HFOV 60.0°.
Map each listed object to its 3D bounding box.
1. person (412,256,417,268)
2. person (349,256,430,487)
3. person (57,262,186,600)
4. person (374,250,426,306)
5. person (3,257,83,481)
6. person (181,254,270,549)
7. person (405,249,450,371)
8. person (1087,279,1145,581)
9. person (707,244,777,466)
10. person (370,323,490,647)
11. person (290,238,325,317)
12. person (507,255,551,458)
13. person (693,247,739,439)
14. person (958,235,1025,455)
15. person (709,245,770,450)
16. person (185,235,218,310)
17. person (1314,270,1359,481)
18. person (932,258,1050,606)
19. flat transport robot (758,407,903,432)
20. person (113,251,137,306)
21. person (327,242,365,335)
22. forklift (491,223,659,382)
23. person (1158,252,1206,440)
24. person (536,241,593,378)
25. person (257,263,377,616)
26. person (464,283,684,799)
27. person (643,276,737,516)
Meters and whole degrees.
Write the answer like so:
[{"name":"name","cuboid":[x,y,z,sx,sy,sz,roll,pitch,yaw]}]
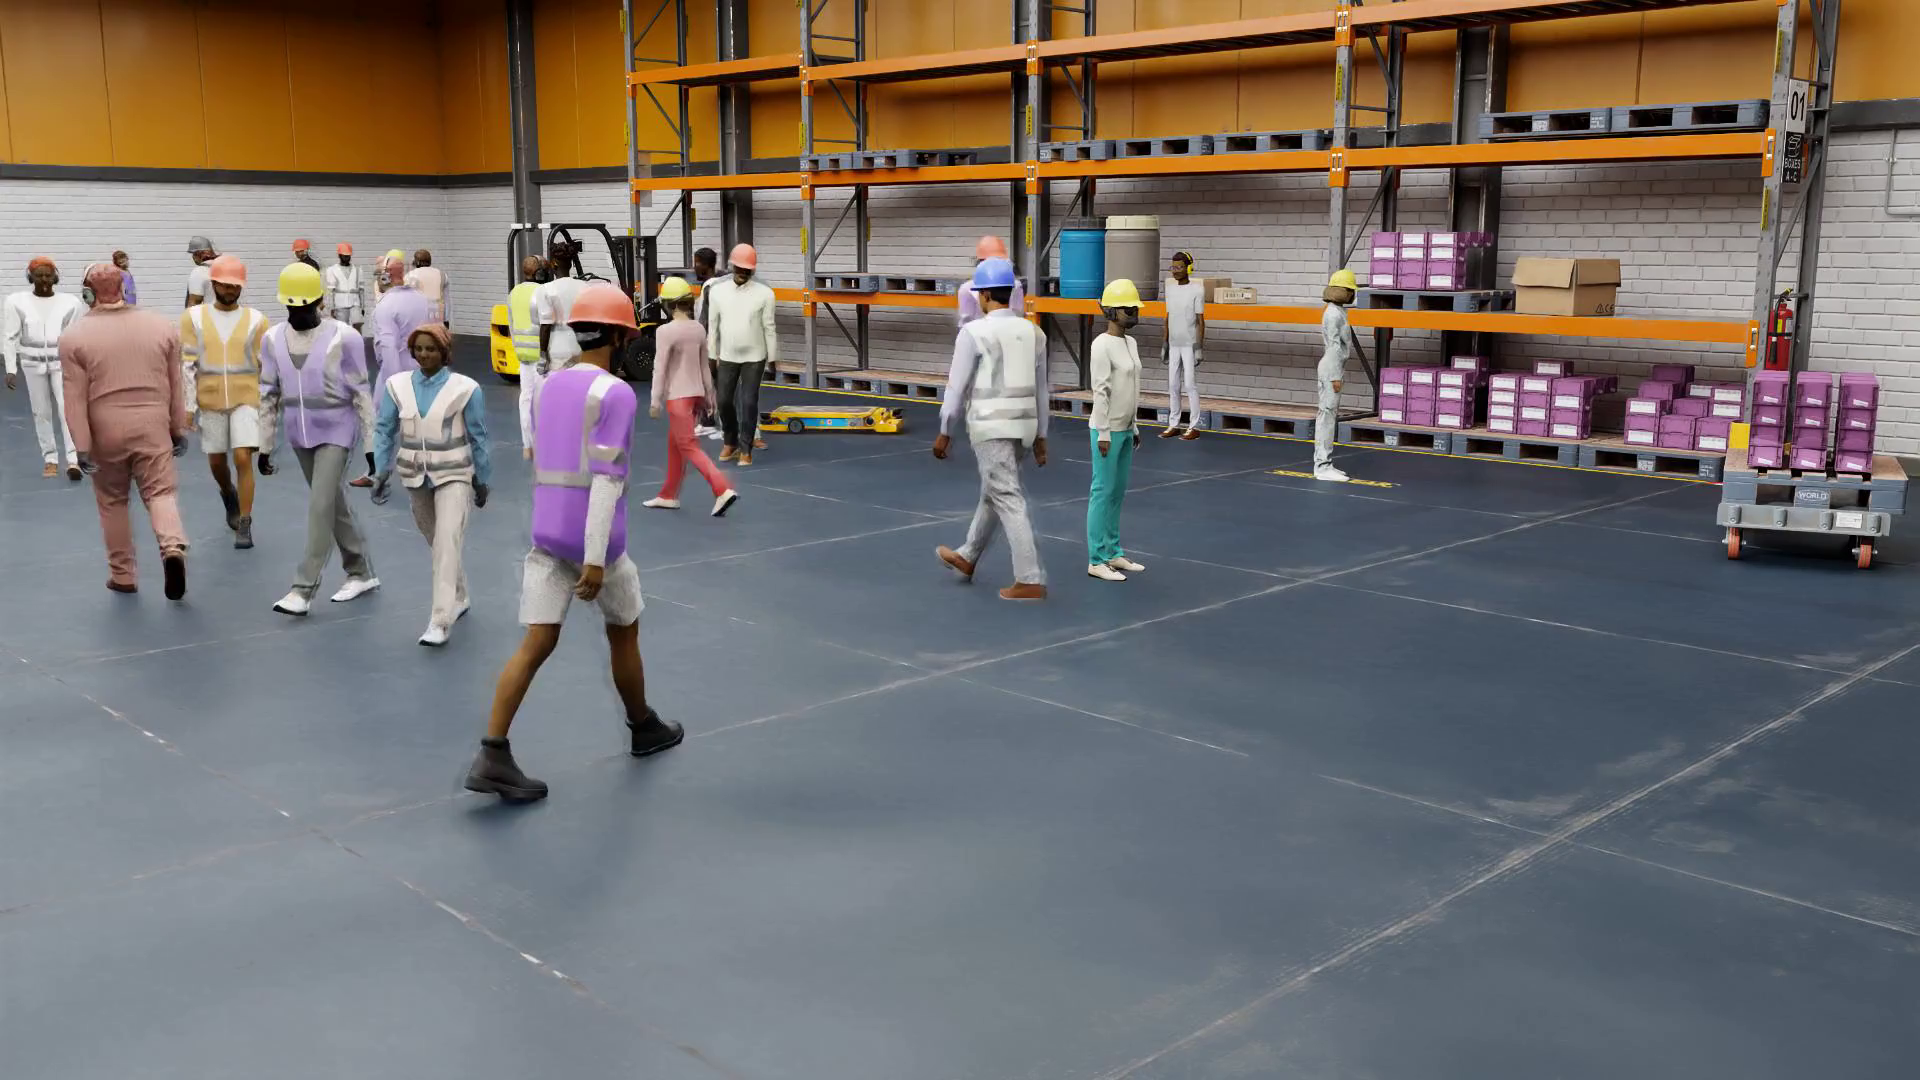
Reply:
[{"name":"person","cuboid":[-8.245,-3.523,25.506,0.522,1.768,0.312,-3,11,-15]},{"name":"person","cuboid":[-4.417,-1.333,13.312,0.968,1.865,0.644,3,11,17]},{"name":"person","cuboid":[-4.613,-0.596,9.242,0.645,1.880,0.784,-8,13,-38]},{"name":"person","cuboid":[-6.785,-2.595,20.248,0.605,1.848,1.112,-3,11,-18]},{"name":"person","cuboid":[-7.513,-1.392,13.694,0.599,1.836,0.971,-5,12,-26]},{"name":"person","cuboid":[-4.811,-0.929,10.974,0.552,1.912,0.799,-4,11,-19]},{"name":"person","cuboid":[-7.026,-2.902,21.919,0.633,1.839,0.429,-10,14,-42]},{"name":"person","cuboid":[0.935,-0.651,9.846,0.315,1.769,0.525,5,12,26]},{"name":"person","cuboid":[-1.912,-1.616,14.594,0.622,1.952,0.561,2,11,8]},{"name":"person","cuboid":[-2.649,-0.295,8.386,0.526,1.591,0.878,1,10,7]},{"name":"person","cuboid":[-10.781,-3.965,27.364,0.775,1.955,0.656,-9,13,-39]},{"name":"person","cuboid":[-3.794,-1.641,15.038,0.626,1.844,0.429,8,13,37]},{"name":"person","cuboid":[-2.515,-1.938,16.496,0.675,1.893,0.616,-1,10,-8]},{"name":"person","cuboid":[0.247,-1.571,14.157,0.630,2.024,0.674,-6,12,-30]},{"name":"person","cuboid":[-2.040,-1.789,15.581,0.635,1.936,0.355,-7,12,-33]},{"name":"person","cuboid":[-9.001,-2.623,19.849,0.604,2.000,0.700,1,10,8]},{"name":"person","cuboid":[3.130,-1.367,13.828,0.312,1.738,0.483,2,11,11]},{"name":"person","cuboid":[0.141,-0.615,9.311,1.011,1.888,0.607,10,14,43]},{"name":"flat transport robot","cuboid":[-1.332,-1.259,17.238,1.431,0.197,0.652,1,10,4]},{"name":"person","cuboid":[-12.757,-3.519,25.418,0.370,1.788,0.698,-3,11,-14]},{"name":"person","cuboid":[-9.373,-3.589,25.462,0.565,1.908,0.721,-6,12,-31]},{"name":"forklift","cuboid":[-5.316,-3.263,22.920,2.313,2.155,1.214,-10,14,-44]},{"name":"person","cuboid":[2.210,-1.921,16.527,0.320,1.861,0.514,-9,14,-40]},{"name":"person","cuboid":[-3.526,-1.688,14.951,0.601,1.967,0.369,-10,14,-42]},{"name":"person","cuboid":[-3.486,-0.535,8.909,0.631,1.863,0.921,3,11,15]},{"name":"person","cuboid":[-1.448,-0.004,6.118,0.554,1.858,1.061,7,12,32]},{"name":"person","cuboid":[-1.968,-1.043,12.070,0.868,1.731,0.529,5,12,26]}]
